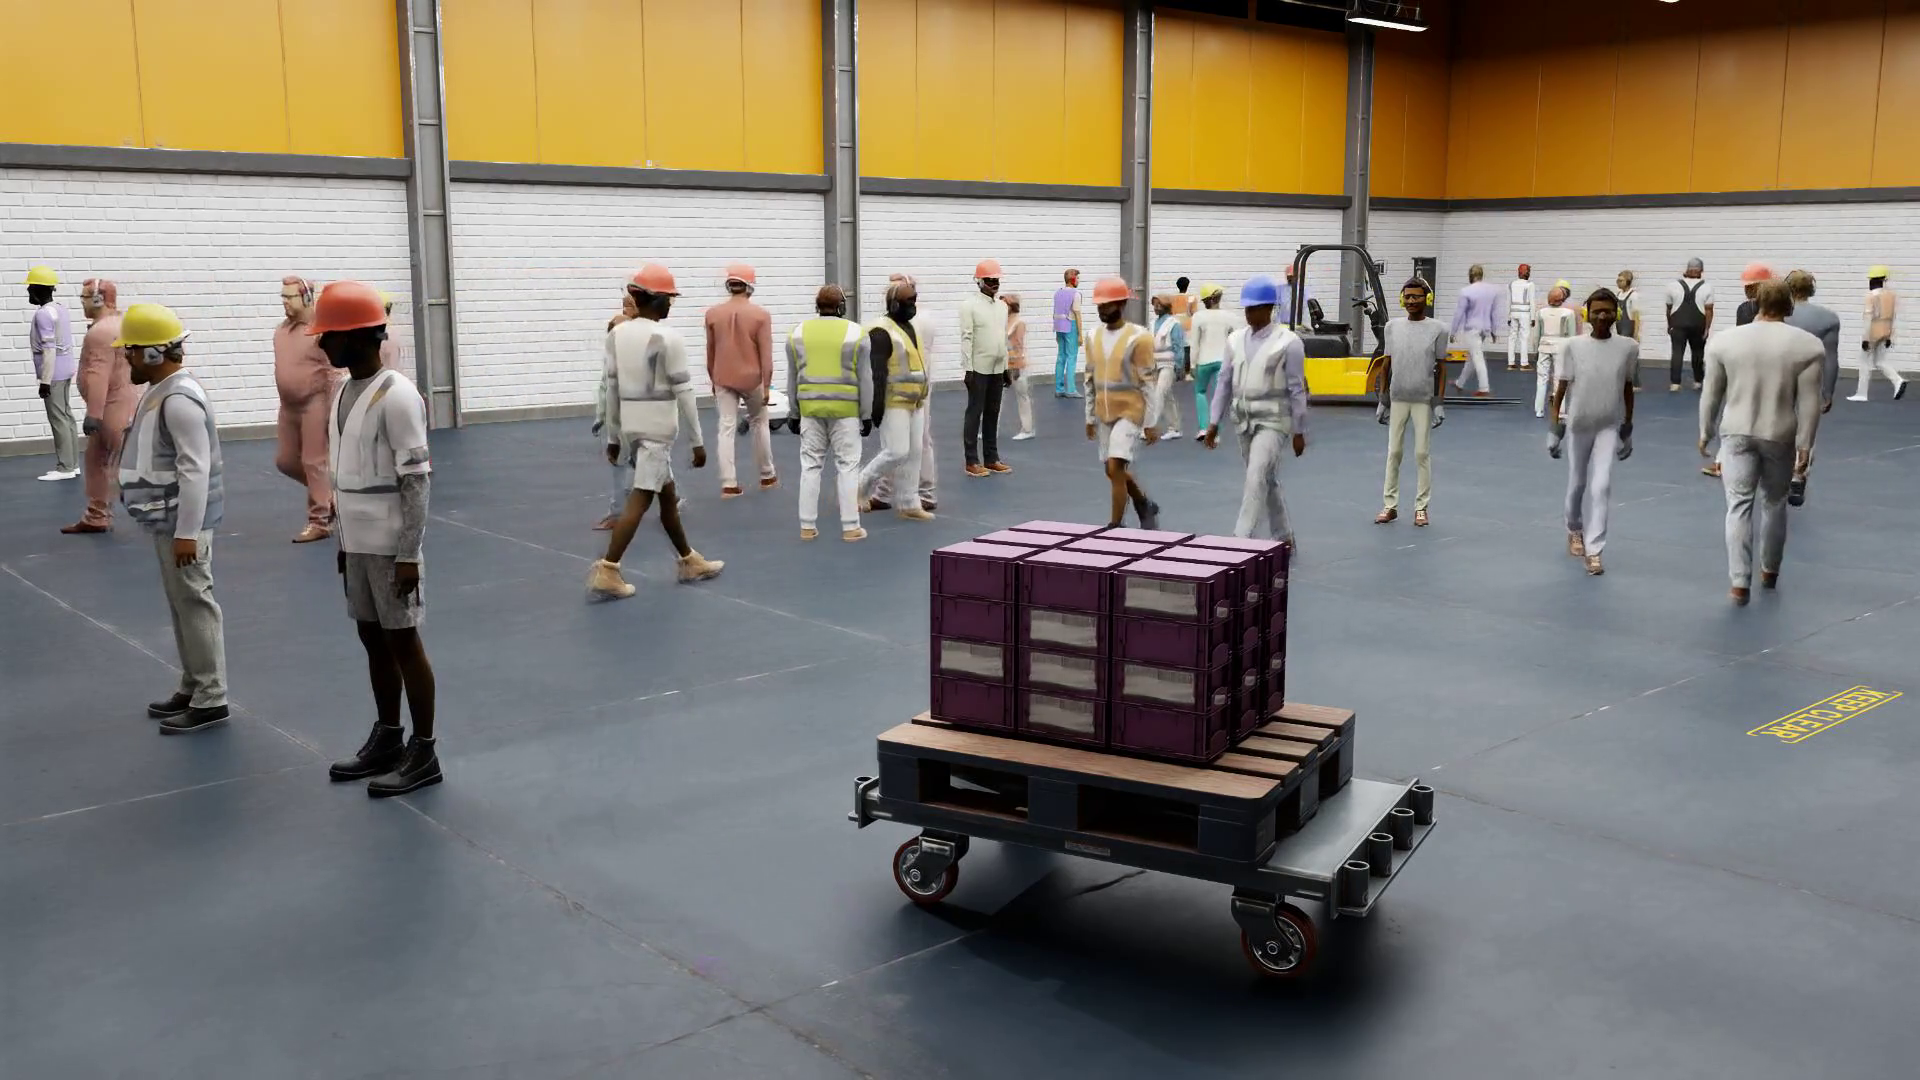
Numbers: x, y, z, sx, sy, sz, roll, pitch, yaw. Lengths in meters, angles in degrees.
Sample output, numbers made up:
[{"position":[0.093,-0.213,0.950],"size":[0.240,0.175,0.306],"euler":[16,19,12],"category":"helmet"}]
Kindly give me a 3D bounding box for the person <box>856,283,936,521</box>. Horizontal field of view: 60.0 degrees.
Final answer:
[{"position":[-0.504,-1.043,12.691],"size":[0.581,1.829,0.631],"euler":[5,11,26],"category":"person"}]

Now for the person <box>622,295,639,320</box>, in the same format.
[{"position":[-3.349,-1.737,17.313],"size":[0.344,1.632,0.536],"euler":[3,10,16],"category":"person"}]

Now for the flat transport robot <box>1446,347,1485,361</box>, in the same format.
[{"position":[9.582,-3.602,32.203],"size":[0.652,0.197,1.431],"euler":[-1,10,-4],"category":"flat transport robot"}]

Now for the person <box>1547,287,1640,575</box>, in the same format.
[{"position":[4.136,-0.740,10.905],"size":[0.534,1.832,0.943],"euler":[3,10,16],"category":"person"}]

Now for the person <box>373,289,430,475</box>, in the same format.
[{"position":[-4.753,-1.197,13.804],"size":[0.416,1.754,0.526],"euler":[0,10,-1],"category":"person"}]

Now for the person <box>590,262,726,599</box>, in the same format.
[{"position":[-1.840,-0.656,9.953],"size":[0.630,1.989,1.070],"euler":[8,13,40],"category":"person"}]

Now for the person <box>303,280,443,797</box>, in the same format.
[{"position":[-2.211,0.000,6.253],"size":[0.552,1.931,0.369],"euler":[9,13,44],"category":"person"}]

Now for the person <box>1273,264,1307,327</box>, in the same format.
[{"position":[5.744,-3.815,28.716],"size":[0.554,1.903,0.951],"euler":[9,13,43],"category":"person"}]

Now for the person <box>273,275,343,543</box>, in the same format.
[{"position":[-4.626,-0.939,11.886],"size":[0.648,1.893,0.540],"euler":[5,11,27],"category":"person"}]

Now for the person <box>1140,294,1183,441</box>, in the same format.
[{"position":[2.145,-1.863,18.128],"size":[0.820,1.600,0.528],"euler":[-5,11,-28],"category":"person"}]

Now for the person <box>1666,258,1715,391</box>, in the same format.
[{"position":[11.069,-3.294,25.225],"size":[0.684,2.000,1.012],"euler":[6,11,29],"category":"person"}]

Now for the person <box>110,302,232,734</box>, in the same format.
[{"position":[-3.358,-0.093,7.101],"size":[0.403,1.828,0.598],"euler":[-6,11,-31],"category":"person"}]

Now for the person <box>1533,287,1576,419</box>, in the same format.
[{"position":[7.389,-2.316,20.699],"size":[0.523,1.649,0.309],"euler":[8,12,39],"category":"person"}]

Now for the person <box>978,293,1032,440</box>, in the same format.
[{"position":[0.494,-1.879,18.163],"size":[0.754,1.605,0.536],"euler":[-5,11,-29],"category":"person"}]

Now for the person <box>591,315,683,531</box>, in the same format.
[{"position":[-2.441,-0.897,12.497],"size":[0.831,1.600,0.504],"euler":[-9,13,-43],"category":"person"}]

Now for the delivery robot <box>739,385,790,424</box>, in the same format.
[{"position":[-2.175,-1.531,18.970],"size":[0.477,0.478,0.707],"euler":[9,13,43],"category":"delivery robot"}]

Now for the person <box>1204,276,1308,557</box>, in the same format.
[{"position":[1.908,-0.751,10.794],"size":[1.027,1.886,0.614],"euler":[-8,12,-37],"category":"person"}]

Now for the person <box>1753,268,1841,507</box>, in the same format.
[{"position":[6.567,-1.175,13.153],"size":[0.645,1.925,0.501],"euler":[5,11,28],"category":"person"}]

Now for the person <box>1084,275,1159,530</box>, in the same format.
[{"position":[1.165,-0.891,11.597],"size":[0.557,1.906,0.811],"euler":[9,13,44],"category":"person"}]

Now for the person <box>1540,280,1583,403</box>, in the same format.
[{"position":[7.845,-2.538,21.743],"size":[0.539,1.723,0.815],"euler":[5,11,25],"category":"person"}]

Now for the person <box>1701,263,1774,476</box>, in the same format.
[{"position":[7.190,-1.524,15.100],"size":[0.880,1.945,0.645],"euler":[-4,10,-22],"category":"person"}]

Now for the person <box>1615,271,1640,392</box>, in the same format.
[{"position":[9.720,-3.063,24.579],"size":[0.932,1.802,0.538],"euler":[-1,10,-6],"category":"person"}]

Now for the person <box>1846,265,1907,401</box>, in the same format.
[{"position":[12.751,-2.848,23.031],"size":[0.591,1.907,0.713],"euler":[-5,11,-27],"category":"person"}]

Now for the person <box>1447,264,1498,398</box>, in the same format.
[{"position":[7.321,-2.998,23.914],"size":[0.662,1.889,0.993],"euler":[-5,11,-27],"category":"person"}]

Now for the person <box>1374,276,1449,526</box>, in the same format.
[{"position":[3.394,-1.037,12.514],"size":[0.513,1.872,0.328],"euler":[5,11,26],"category":"person"}]

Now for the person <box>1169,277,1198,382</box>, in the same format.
[{"position":[3.584,-3.401,26.880],"size":[0.534,1.694,0.318],"euler":[4,11,24],"category":"person"}]

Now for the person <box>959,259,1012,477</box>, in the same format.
[{"position":[0.247,-1.590,15.380],"size":[0.376,1.995,0.609],"euler":[9,13,41],"category":"person"}]

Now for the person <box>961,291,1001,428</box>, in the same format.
[{"position":[0.216,-2.110,19.562],"size":[0.727,1.602,0.494],"euler":[-6,11,-32],"category":"person"}]

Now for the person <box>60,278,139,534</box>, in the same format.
[{"position":[-6.079,-0.963,12.072],"size":[0.906,1.876,0.637],"euler":[-3,10,-18],"category":"person"}]

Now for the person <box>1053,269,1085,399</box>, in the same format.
[{"position":[1.530,-2.934,23.693],"size":[0.375,1.841,0.567],"euler":[-6,12,-33],"category":"person"}]

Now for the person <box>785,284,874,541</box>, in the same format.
[{"position":[-0.927,-0.903,11.868],"size":[0.643,1.831,0.431],"euler":[2,10,11],"category":"person"}]

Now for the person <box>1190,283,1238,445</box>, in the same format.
[{"position":[2.739,-1.905,17.972],"size":[0.549,1.726,0.532],"euler":[0,10,-2],"category":"person"}]

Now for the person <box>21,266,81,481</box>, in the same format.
[{"position":[-8.212,-1.501,15.048],"size":[0.353,1.930,0.594],"euler":[-3,10,-14],"category":"person"}]

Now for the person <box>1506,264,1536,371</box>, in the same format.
[{"position":[9.957,-3.948,29.503],"size":[0.354,1.887,0.573],"euler":[-7,12,-36],"category":"person"}]

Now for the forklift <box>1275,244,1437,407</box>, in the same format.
[{"position":[5.256,-2.933,22.661],"size":[2.313,2.155,1.214],"euler":[3,10,16],"category":"forklift"}]

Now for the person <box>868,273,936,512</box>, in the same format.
[{"position":[-0.477,-1.146,13.123],"size":[0.532,1.904,0.681],"euler":[-6,11,-31],"category":"person"}]

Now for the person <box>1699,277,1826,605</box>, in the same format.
[{"position":[4.755,-0.605,9.923],"size":[0.648,1.888,0.997],"euler":[4,11,24],"category":"person"}]

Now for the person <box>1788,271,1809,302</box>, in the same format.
[{"position":[9.381,-2.103,18.749],"size":[0.328,1.872,0.513],"euler":[-4,10,-22],"category":"person"}]

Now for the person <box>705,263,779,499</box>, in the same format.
[{"position":[-1.837,-1.359,14.148],"size":[0.616,1.959,0.923],"euler":[1,10,9],"category":"person"}]
